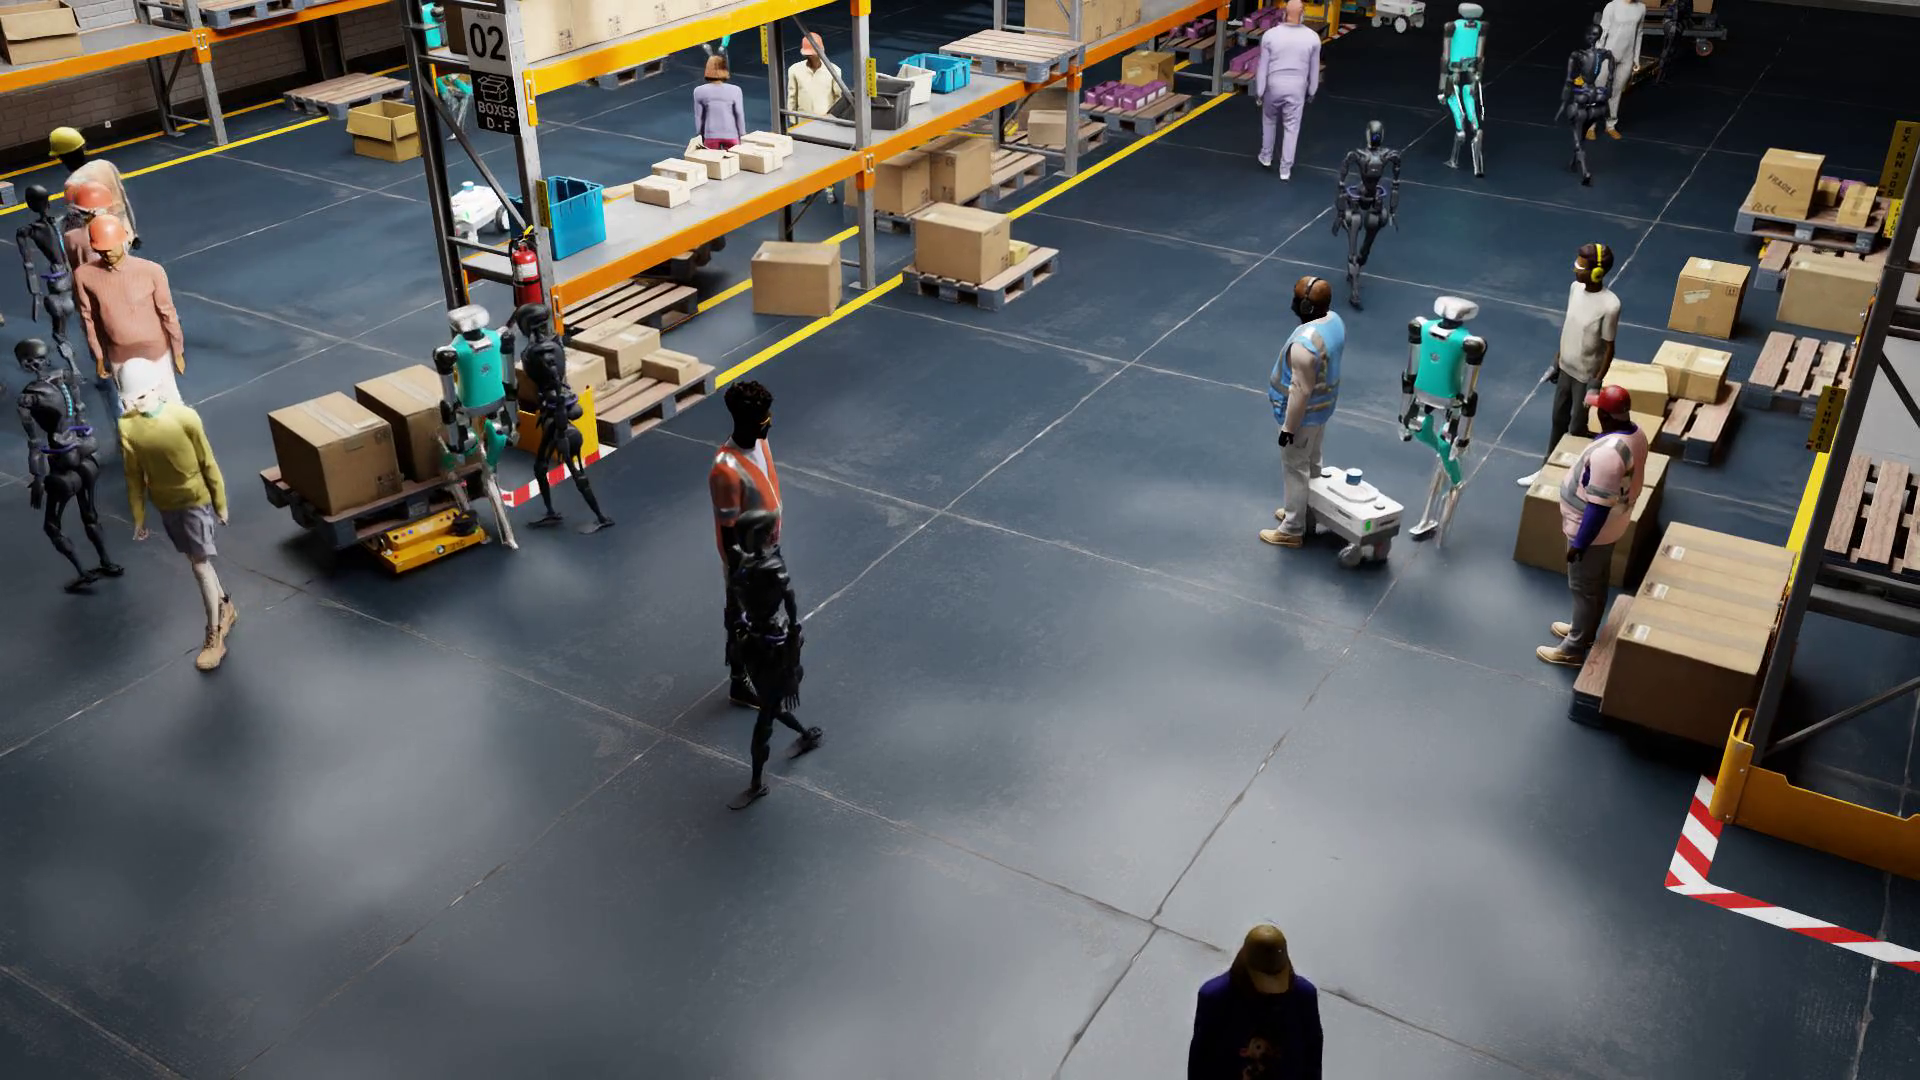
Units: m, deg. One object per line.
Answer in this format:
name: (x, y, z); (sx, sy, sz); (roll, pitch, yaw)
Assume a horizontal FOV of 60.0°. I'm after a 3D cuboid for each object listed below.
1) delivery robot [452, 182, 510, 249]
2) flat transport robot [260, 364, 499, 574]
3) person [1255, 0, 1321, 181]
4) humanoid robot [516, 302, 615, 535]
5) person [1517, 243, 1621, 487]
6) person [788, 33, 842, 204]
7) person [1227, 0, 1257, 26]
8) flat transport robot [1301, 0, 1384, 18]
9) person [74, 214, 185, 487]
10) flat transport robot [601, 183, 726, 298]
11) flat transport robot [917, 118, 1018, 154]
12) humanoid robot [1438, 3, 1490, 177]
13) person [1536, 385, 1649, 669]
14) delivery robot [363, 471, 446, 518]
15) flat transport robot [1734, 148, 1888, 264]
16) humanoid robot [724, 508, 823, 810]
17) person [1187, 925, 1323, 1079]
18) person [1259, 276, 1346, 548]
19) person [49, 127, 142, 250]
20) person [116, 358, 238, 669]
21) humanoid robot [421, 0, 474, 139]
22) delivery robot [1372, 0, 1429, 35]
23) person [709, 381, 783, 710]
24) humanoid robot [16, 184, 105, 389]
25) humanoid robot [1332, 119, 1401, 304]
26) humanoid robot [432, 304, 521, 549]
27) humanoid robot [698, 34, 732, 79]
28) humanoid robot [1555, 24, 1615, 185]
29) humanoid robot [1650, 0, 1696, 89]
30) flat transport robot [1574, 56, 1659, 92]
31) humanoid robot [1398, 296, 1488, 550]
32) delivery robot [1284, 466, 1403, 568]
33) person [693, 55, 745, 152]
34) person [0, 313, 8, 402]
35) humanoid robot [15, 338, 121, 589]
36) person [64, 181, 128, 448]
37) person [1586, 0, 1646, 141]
delivery robot: (-4.783, -3.224, 16.352); (0.499, 0.594, 0.778); (8, 30, 13)
flat transport robot: (-3.897, -0.208, 11.309); (0.659, 0.231, 1.431); (-26, 38, -38)
person: (3.519, -4.890, 17.962); (0.670, 1.874, 0.853); (3, 30, 6)
humanoid robot: (-2.656, -0.797, 10.940); (0.559, 1.636, 0.607); (-15, 33, -24)
person: (4.189, -1.122, 11.306); (0.331, 1.866, 0.507); (-8, 31, -14)
person: (-1.480, -4.325, 17.084); (0.569, 1.747, 0.339); (-1, 29, -1)
person: (4.194, -8.500, 24.388); (0.513, 1.840, 0.352); (-25, 38, -37)
flat transport robot: (5.991, -8.218, 25.479); (1.431, 0.231, 0.659); (21, 36, 32)
person: (-5.689, -1.301, 11.504); (0.611, 1.987, 0.401); (-5, 30, -9)
flat transport robot: (-2.873, -2.530, 15.417); (0.659, 0.231, 1.431); (7, 30, 11)
flat transport robot: (0.127, -4.685, 19.229); (1.431, 0.231, 0.659); (7, 30, 13)
humanoid robot: (5.529, -4.796, 18.041); (0.546, 1.880, 0.817); (-8, 31, -15)
person: (3.640, -0.079, 9.577); (0.419, 1.747, 0.617); (19, 35, 30)
delivery robot: (-3.833, -0.274, 11.156); (0.789, 0.614, 0.499); (-2, 30, -3)
flat transport robot: (8.235, -2.954, 16.167); (0.659, 0.231, 1.431); (17, 34, 27)
humanoid robot: (-0.992, 0.559, 8.568); (0.729, 1.631, 0.610); (-25, 38, -37)
person: (1.069, 2.041, 5.966); (0.470, 1.608, 0.538); (-4, 30, -6)
person: (2.216, -0.832, 10.816); (0.429, 1.841, 0.633); (16, 33, 26)
person: (-7.008, -2.450, 13.615); (0.442, 1.897, 0.613); (2, 30, 4)
person: (-4.550, -0.151, 9.586); (0.492, 1.862, 0.799); (1, 29, 1)
humanoid robot: (-5.880, -5.410, 19.138); (0.538, 1.906, 0.737); (13, 32, 22)
delivery robot: (6.425, -7.737, 24.331); (0.499, 0.587, 0.766); (-21, 36, -33)
person: (-1.150, 0.022, 9.190); (0.366, 1.957, 0.603); (6, 30, 11)
humanoid robot: (-6.952, -1.954, 12.973); (0.434, 1.636, 0.608); (17, 34, 27)
humanoid robot: (3.613, -2.921, 14.730); (0.589, 1.624, 0.791); (-2, 30, -3)
humanoid robot: (-3.175, -0.742, 10.762); (0.548, 1.777, 0.768); (-25, 38, -37)
humanoid robot: (-3.149, -6.821, 21.617); (0.543, 1.868, 0.770); (18, 34, 28)
humanoid robot: (6.755, -4.661, 17.830); (0.616, 1.643, 0.782); (-5, 30, -8)
humanoid robot: (9.198, -6.650, 21.261); (0.315, 1.657, 0.599); (25, 38, 37)
flat transport robot: (8.641, -6.145, 21.811); (0.659, 0.231, 1.431); (21, 36, 32)
humanoid robot: (3.199, -0.773, 10.832); (0.708, 1.805, 0.546); (-24, 37, -36)
delivery robot: (2.549, -0.192, 11.009); (0.503, 0.613, 0.784); (-16, 33, -26)
person: (-2.394, -4.024, 16.679); (0.498, 1.629, 0.288); (2, 30, 3)
person: (-7.543, -1.682, 12.420); (0.755, 1.735, 0.542); (-7, 30, -13)
humanoid robot: (-5.575, -0.490, 10.366); (0.325, 1.649, 0.613); (4, 30, 6)
person: (-6.103, -1.643, 12.112); (0.630, 1.971, 0.613); (12, 32, 21)
person: (7.560, -5.569, 19.143); (0.562, 1.896, 0.352); (-5, 30, -8)
